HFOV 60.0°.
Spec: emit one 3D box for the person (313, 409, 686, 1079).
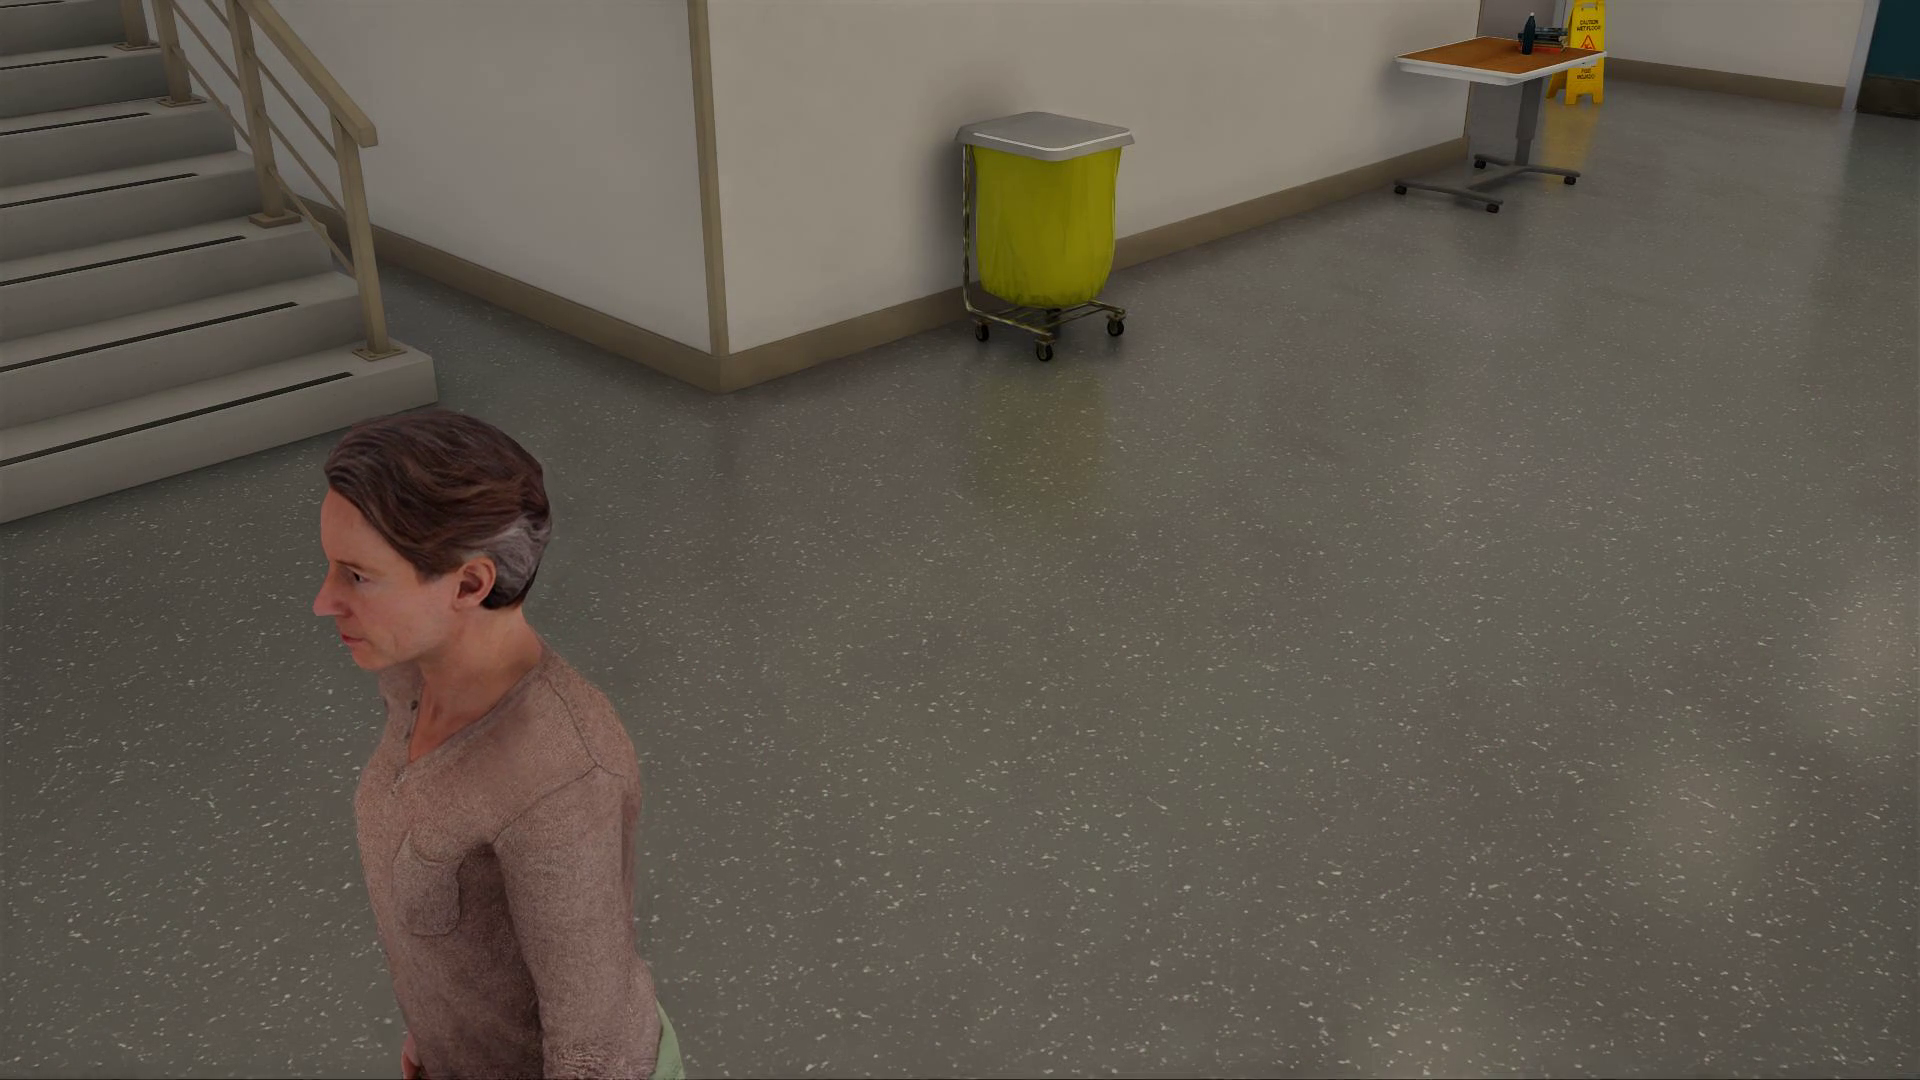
[{"bbox_3d":[-0.521,0.701,2.133,0.771,1.869,0.597,-16,30,-30],"label":"person"}]
